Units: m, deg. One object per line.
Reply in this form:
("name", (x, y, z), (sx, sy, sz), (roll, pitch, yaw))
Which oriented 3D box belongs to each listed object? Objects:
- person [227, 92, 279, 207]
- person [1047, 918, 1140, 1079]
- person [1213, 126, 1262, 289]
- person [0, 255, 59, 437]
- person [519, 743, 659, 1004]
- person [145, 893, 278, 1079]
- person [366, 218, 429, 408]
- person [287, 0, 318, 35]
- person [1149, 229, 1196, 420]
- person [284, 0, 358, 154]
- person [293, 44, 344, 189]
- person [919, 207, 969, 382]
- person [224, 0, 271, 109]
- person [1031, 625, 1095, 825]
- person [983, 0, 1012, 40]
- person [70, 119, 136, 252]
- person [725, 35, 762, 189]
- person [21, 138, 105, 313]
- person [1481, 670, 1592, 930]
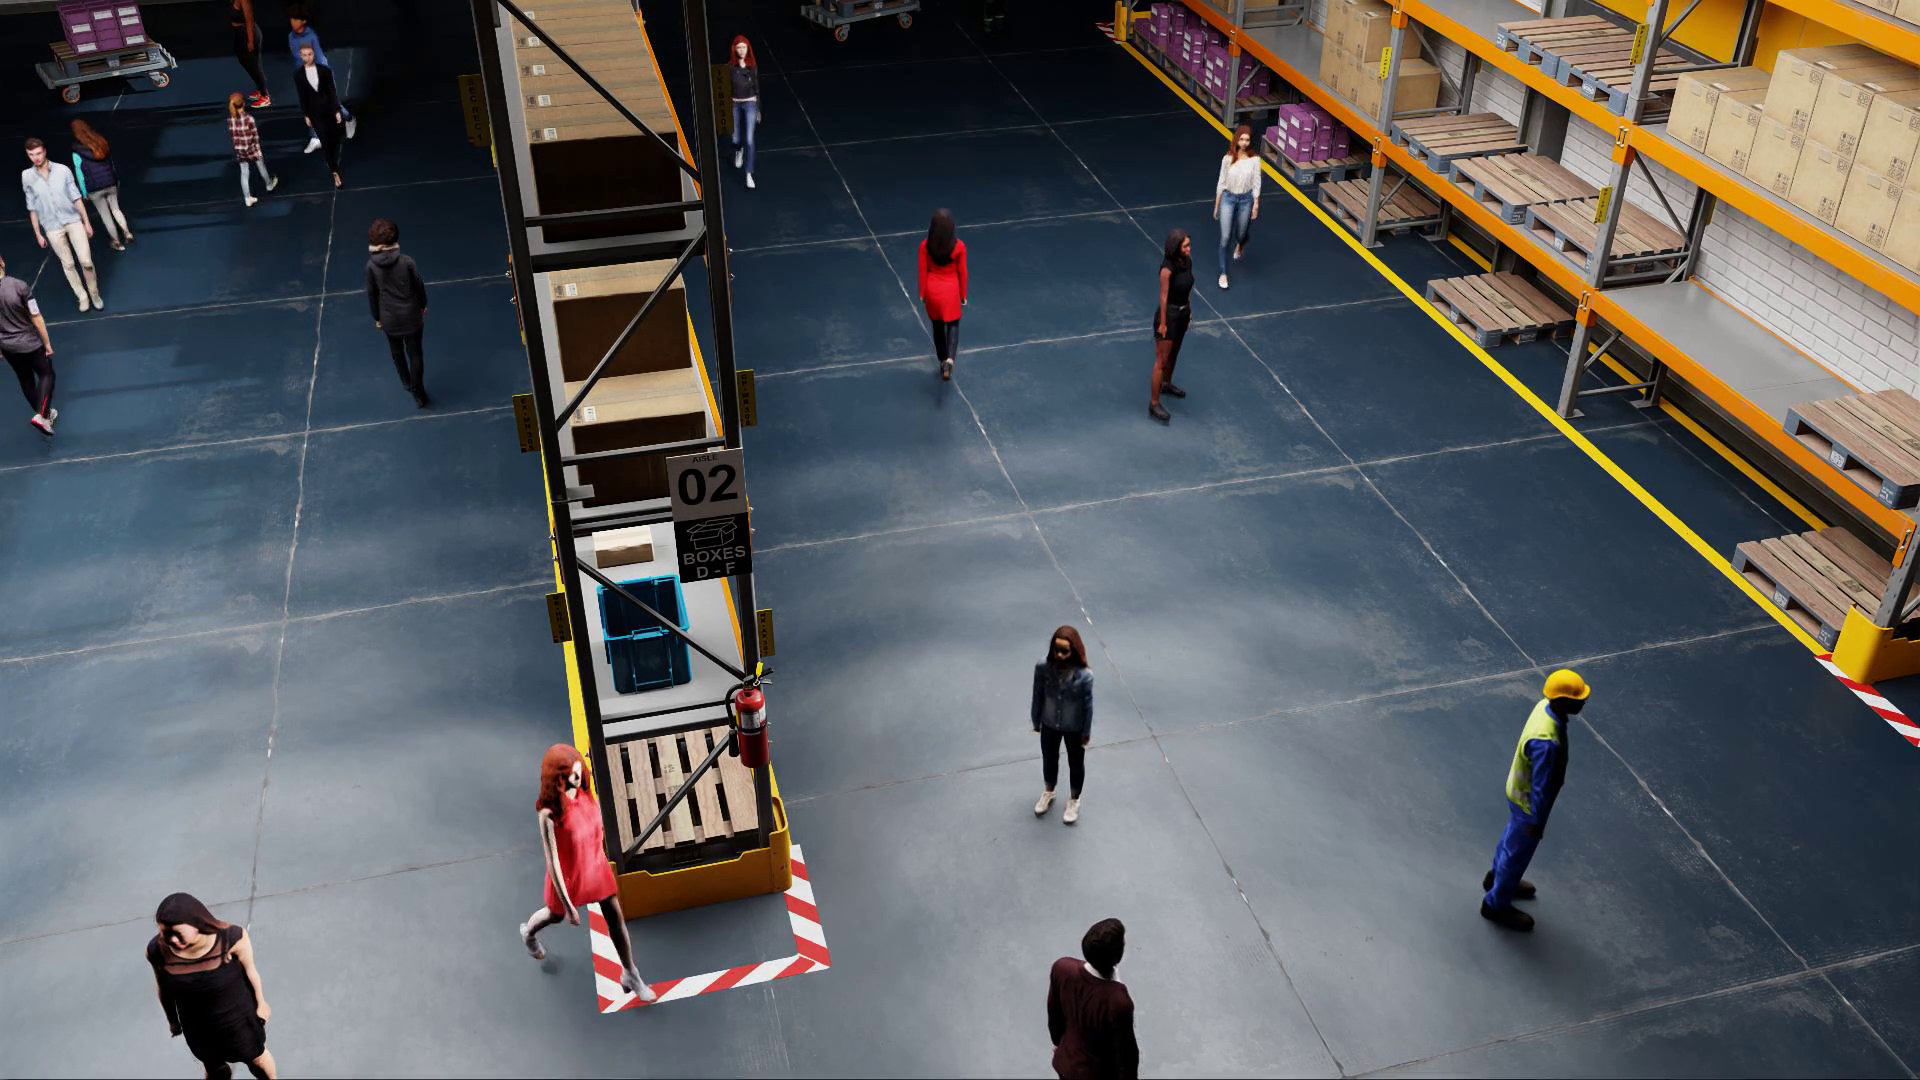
("person", (-8.290, -4.499, 19.282), (0.747, 1.264, 0.991), (2, 34, 3))
("person", (0.651, 2.558, 8.121), (0.723, 1.865, 0.837), (29, 43, 36))
("person", (2.908, -3.550, 17.454), (0.879, 1.706, 1.078), (8, 34, 12))
("person", (-8.273, -1.684, 14.608), (0.695, 1.748, 0.948), (-5, 34, -8))
("person", (-2.226, 1.840, 9.274), (1.202, 1.785, 1.148), (17, 37, 24))
("person", (-3.773, 2.415, 8.470), (0.662, 1.717, 0.612), (-6, 34, -9))
("person", (-5.085, -2.011, 15.097), (0.676, 1.752, 0.875), (-4, 34, -7))
("person", (-9.802, -8.245, 24.432), (0.813, 1.802, 0.656), (-18, 38, -25))
("person", (1.917, -1.987, 15.077), (0.812, 1.735, 0.779), (22, 39, 29))
("person", (-7.992, -5.786, 20.753), (1.109, 1.777, 1.213), (12, 35, 18))
("person", (-7.578, -5.067, 19.765), (0.741, 1.674, 1.098), (-15, 37, -22))
("person", (-0.157, -2.229, 15.441), (0.772, 1.734, 0.955), (1, 34, 2))
("person", (-9.450, -6.688, 22.082), (0.910, 1.809, 0.718), (-20, 39, -27))
("person", (0.669, 1.155, 10.585), (0.625, 1.475, 0.651), (11, 35, 16))
("person", (0.546, -8.396, 24.623), (0.716, 1.841, 0.706), (-23, 40, -30))
("person", (-9.308, -3.847, 18.091), (0.792, 1.496, 0.734), (21, 39, 28))
("person", (-2.592, -5.115, 19.741), (0.611, 1.781, 0.895), (-7, 34, -10))
("person", (-9.070, -3.212, 16.831), (0.707, 1.834, 0.697), (-13, 36, -19))
("person", (3.369, 1.486, 9.782), (0.804, 1.812, 0.714), (13, 36, 19))
